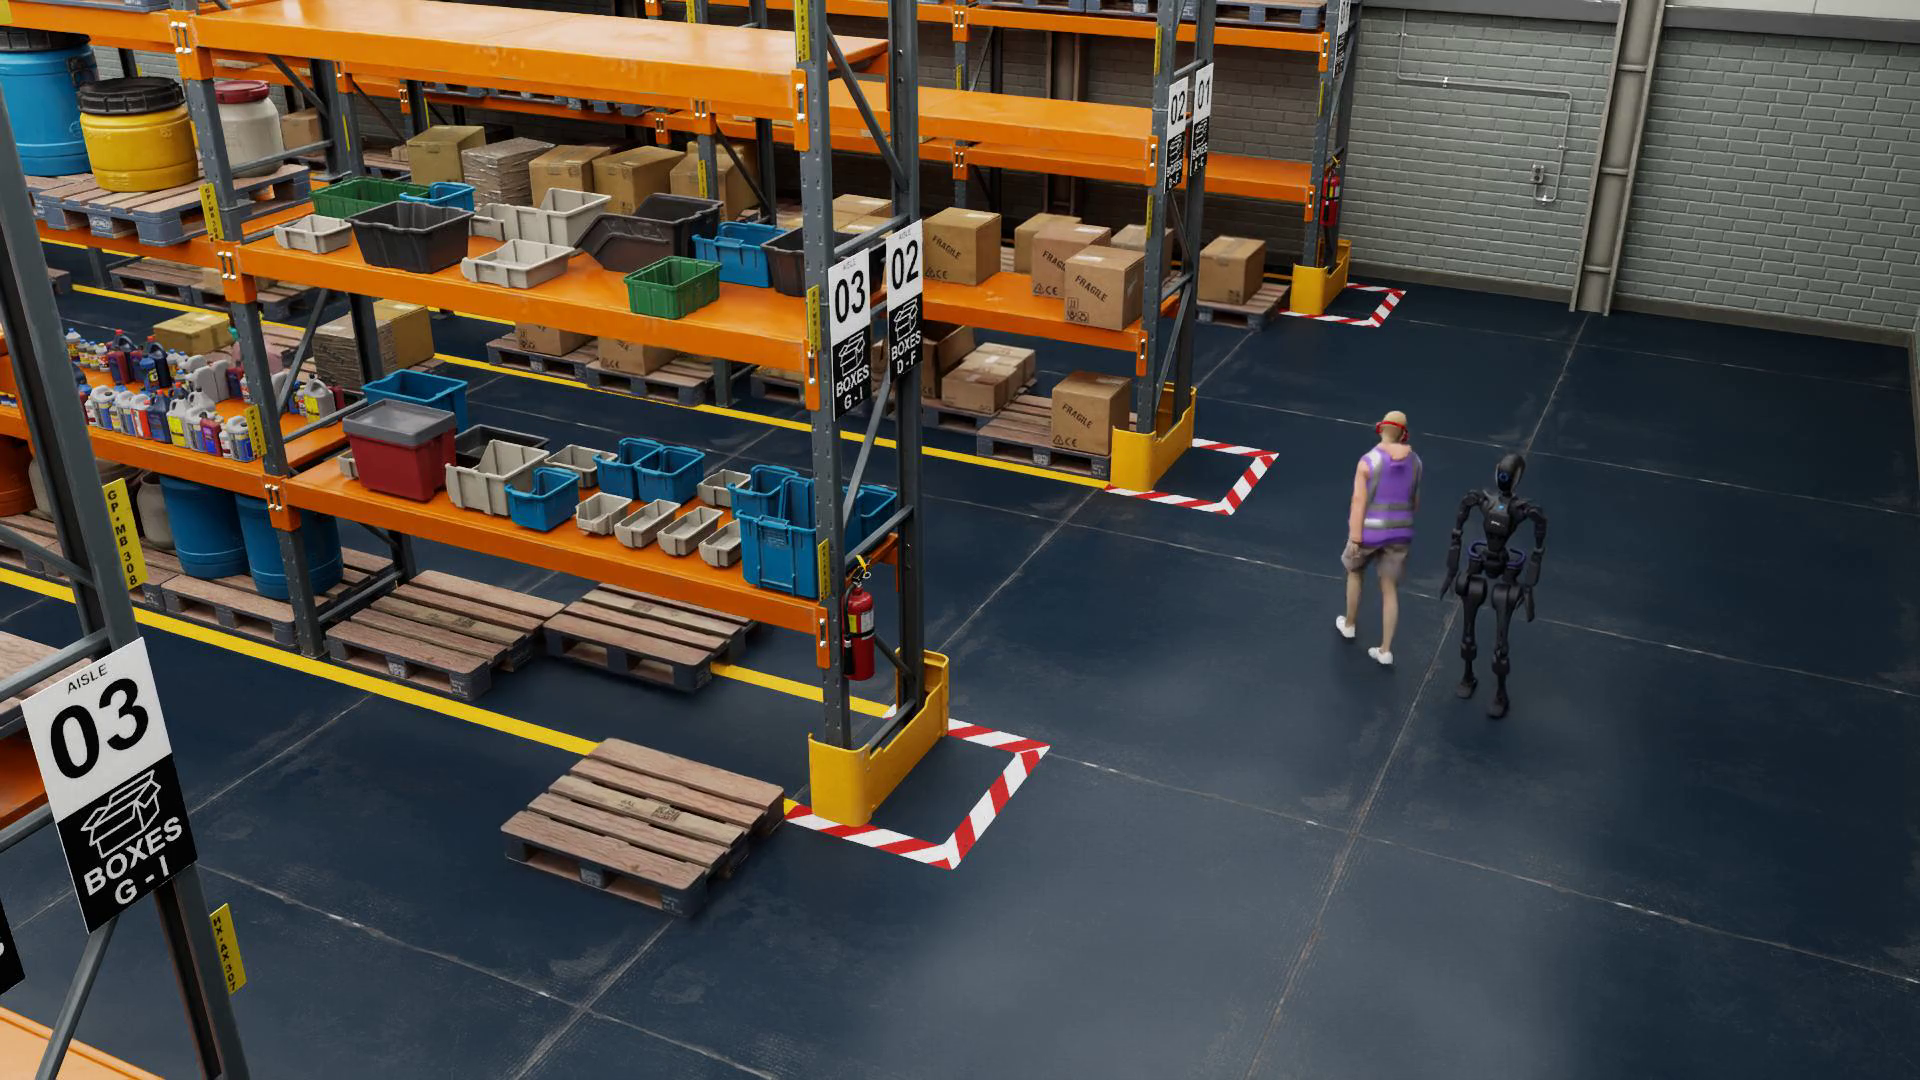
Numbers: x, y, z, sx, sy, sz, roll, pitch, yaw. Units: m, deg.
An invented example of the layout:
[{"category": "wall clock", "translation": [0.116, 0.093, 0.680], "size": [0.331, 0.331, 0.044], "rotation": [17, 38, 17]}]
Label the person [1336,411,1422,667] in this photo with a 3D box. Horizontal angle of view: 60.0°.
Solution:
[{"category": "person", "translation": [2.724, -0.024, 10.781], "size": [0.508, 1.653, 0.756], "rotation": [-3, 26, -5]}]

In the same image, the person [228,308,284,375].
[{"category": "person", "translation": [-5.169, -0.896, 12.404], "size": [0.522, 1.795, 0.332], "rotation": [14, 29, 26]}]

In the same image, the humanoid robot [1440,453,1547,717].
[{"category": "humanoid robot", "translation": [3.254, 0.254, 10.190], "size": [0.593, 1.652, 0.388], "rotation": [15, 30, 27]}]
